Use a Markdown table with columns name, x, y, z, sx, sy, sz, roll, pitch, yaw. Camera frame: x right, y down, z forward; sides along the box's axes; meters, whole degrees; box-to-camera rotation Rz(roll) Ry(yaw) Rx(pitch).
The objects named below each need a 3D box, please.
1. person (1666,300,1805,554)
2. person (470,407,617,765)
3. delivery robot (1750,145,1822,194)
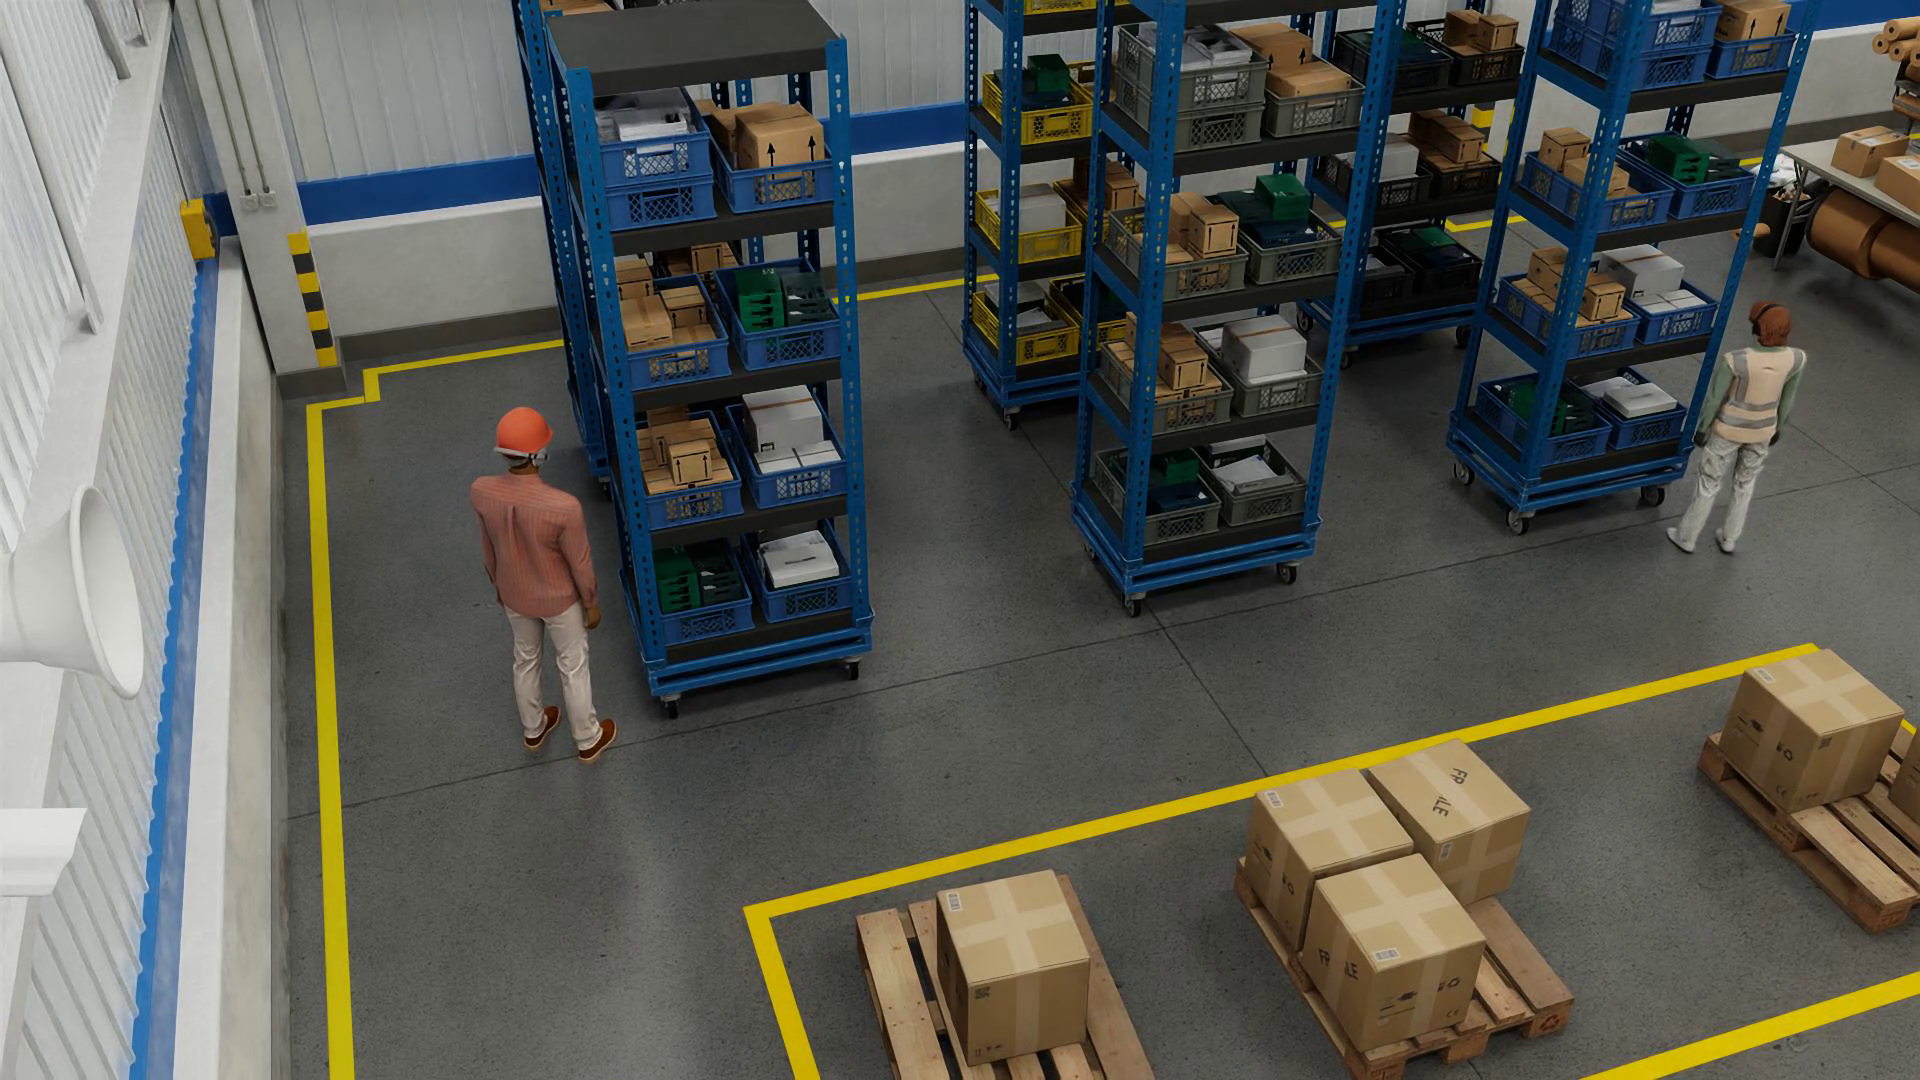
| name | x | y | z | sx | sy | sz | roll | pitch | yaw |
| --- | --- | --- | --- | --- | --- | --- | --- | --- | --- |
| person | 4.573 | -0.635 | 9.761 | 0.520 | 1.634 | 0.312 | -2 | 35 | -2 |
| person | -2.050 | 0.234 | 8.228 | 0.611 | 1.985 | 0.415 | 11 | 37 | 15 |
| delivery robot | 7.012 | -3.103 | 14.109 | 0.707 | 0.478 | 0.477 | -25 | 42 | -31 |
